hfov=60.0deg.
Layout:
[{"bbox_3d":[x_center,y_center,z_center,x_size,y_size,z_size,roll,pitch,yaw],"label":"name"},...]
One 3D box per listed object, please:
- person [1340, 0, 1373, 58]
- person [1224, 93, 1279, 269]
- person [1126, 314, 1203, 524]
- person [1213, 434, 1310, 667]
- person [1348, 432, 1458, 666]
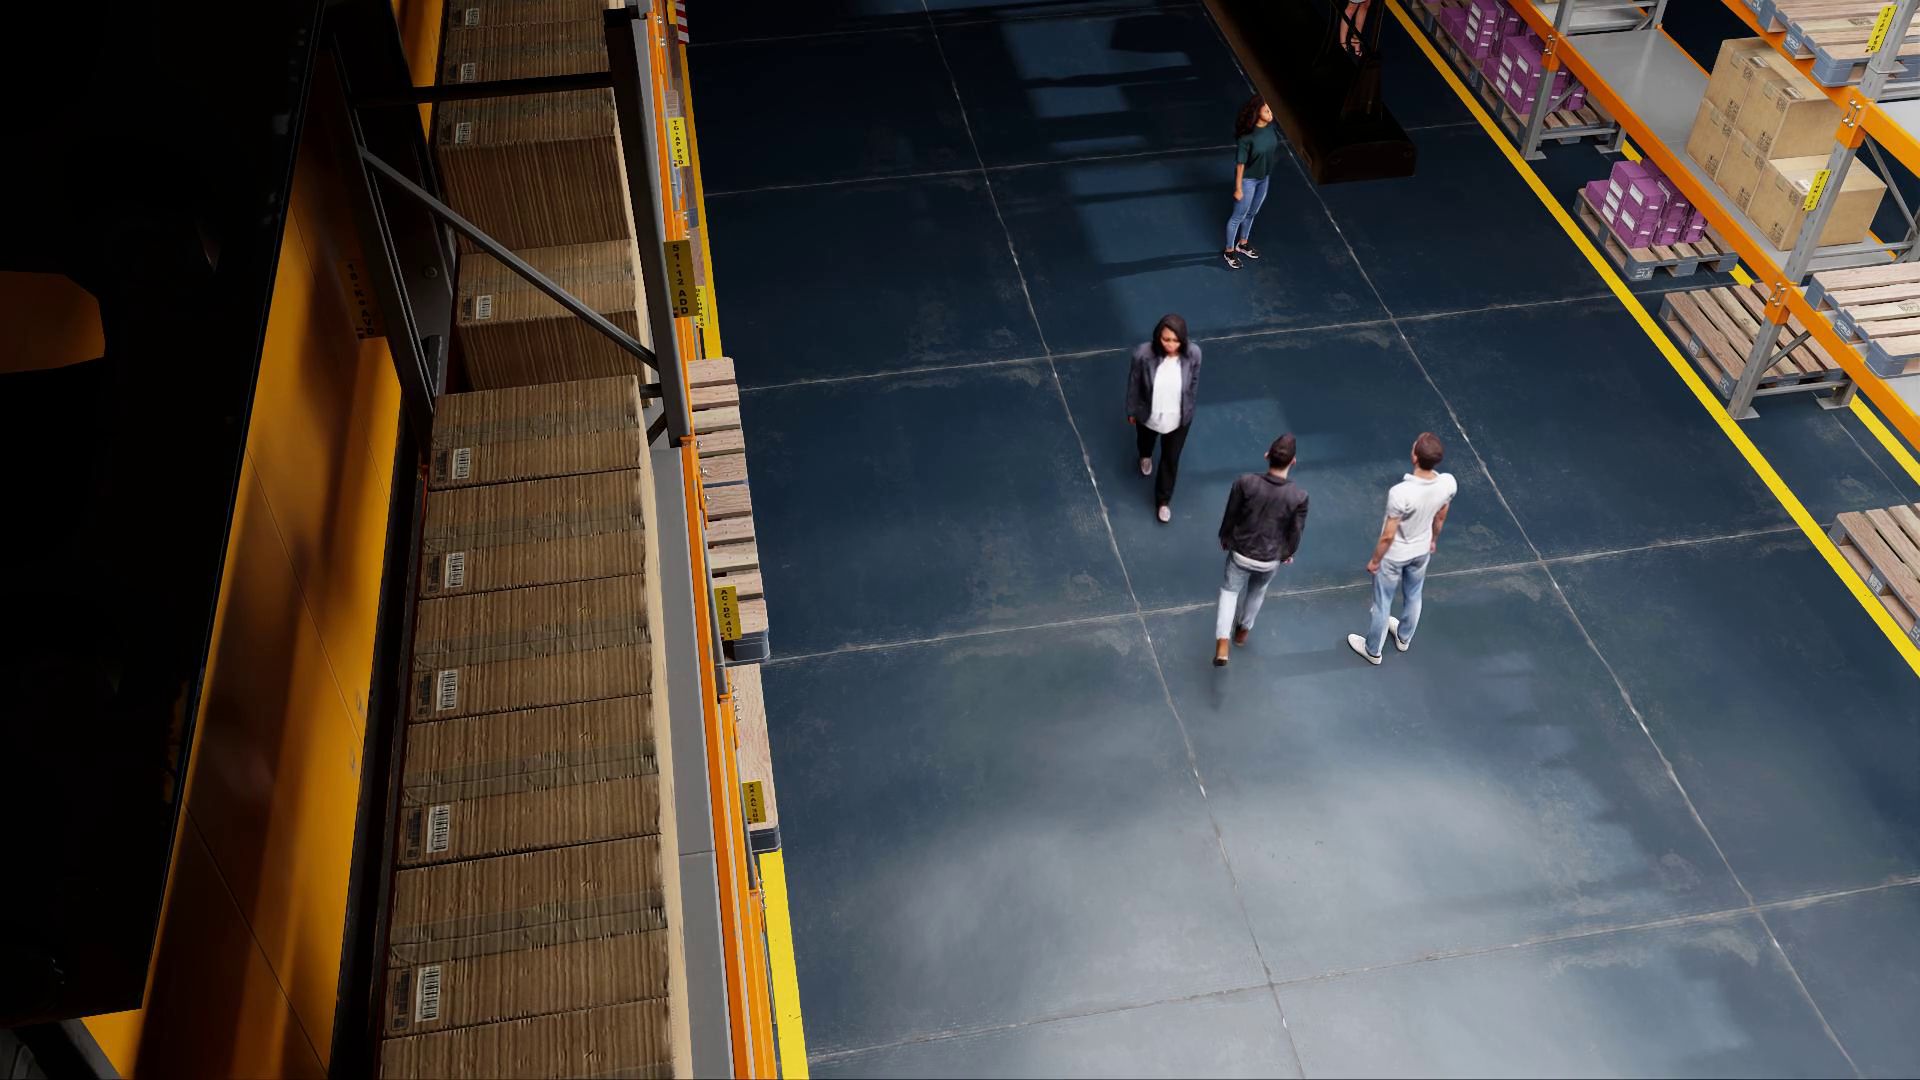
[{"bbox_3d":[4.132,-5.773,16.955,0.681,1.822,0.679,-27,50,-25],"label":"person"},{"bbox_3d":[2.515,-3.120,14.320,0.707,1.615,0.741,-31,52,-28],"label":"person"},{"bbox_3d":[1.467,-0.983,12.113,0.813,1.565,1.099,1,44,1],"label":"person"},{"bbox_3d":[1.907,0.123,10.768,0.917,1.820,1.058,7,44,8],"label":"person"},{"bbox_3d":[2.890,0.066,10.805,0.712,1.851,0.630,-17,46,-17],"label":"person"}]
